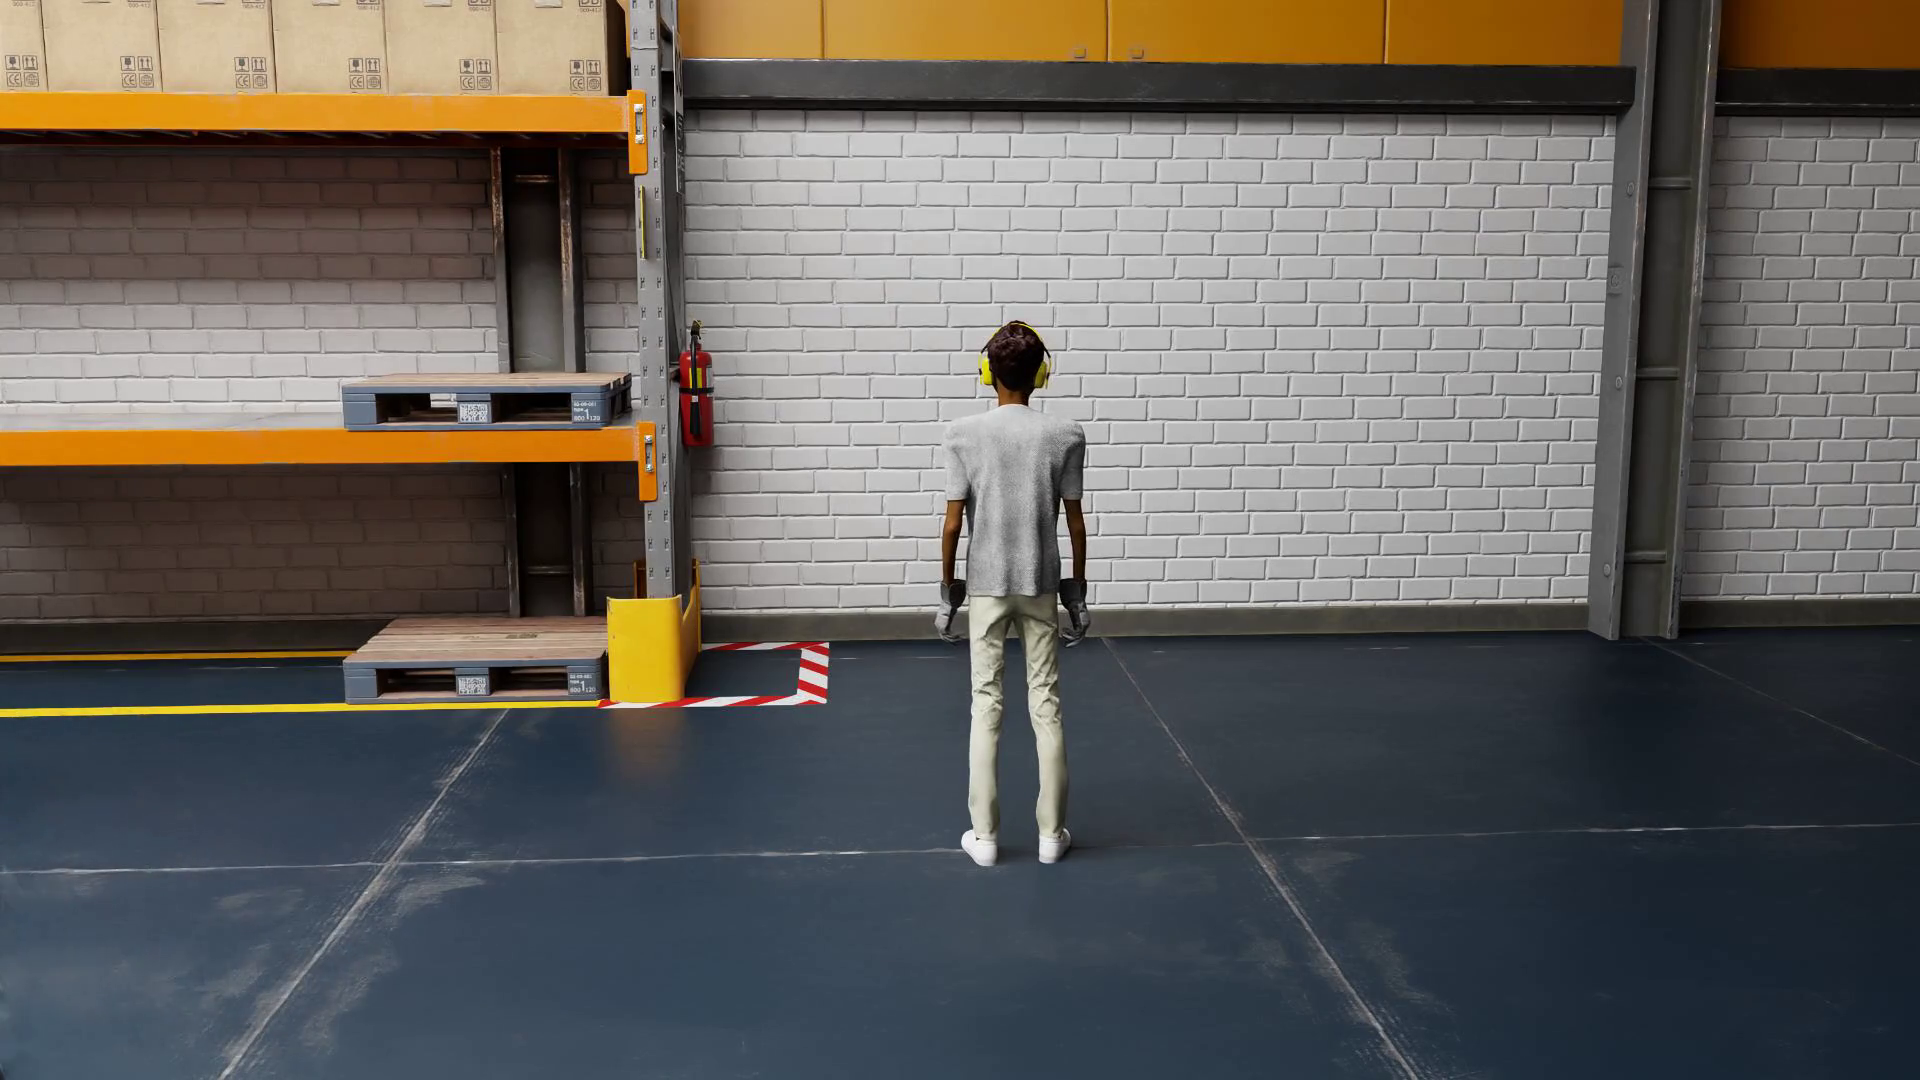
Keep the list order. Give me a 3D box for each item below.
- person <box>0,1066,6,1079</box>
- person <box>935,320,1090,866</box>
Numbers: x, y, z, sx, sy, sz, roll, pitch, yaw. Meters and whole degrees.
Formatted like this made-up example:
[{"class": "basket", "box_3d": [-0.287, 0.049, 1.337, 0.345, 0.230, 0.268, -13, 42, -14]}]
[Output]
[{"class": "person", "box_3d": [-1.355, 0.913, 1.921, 0.344, 1.615, 0.519, 4, 10, 21]}, {"class": "person", "box_3d": [0.182, 0.188, 5.712, 0.533, 1.869, 0.311, -1, 9, -3]}]
